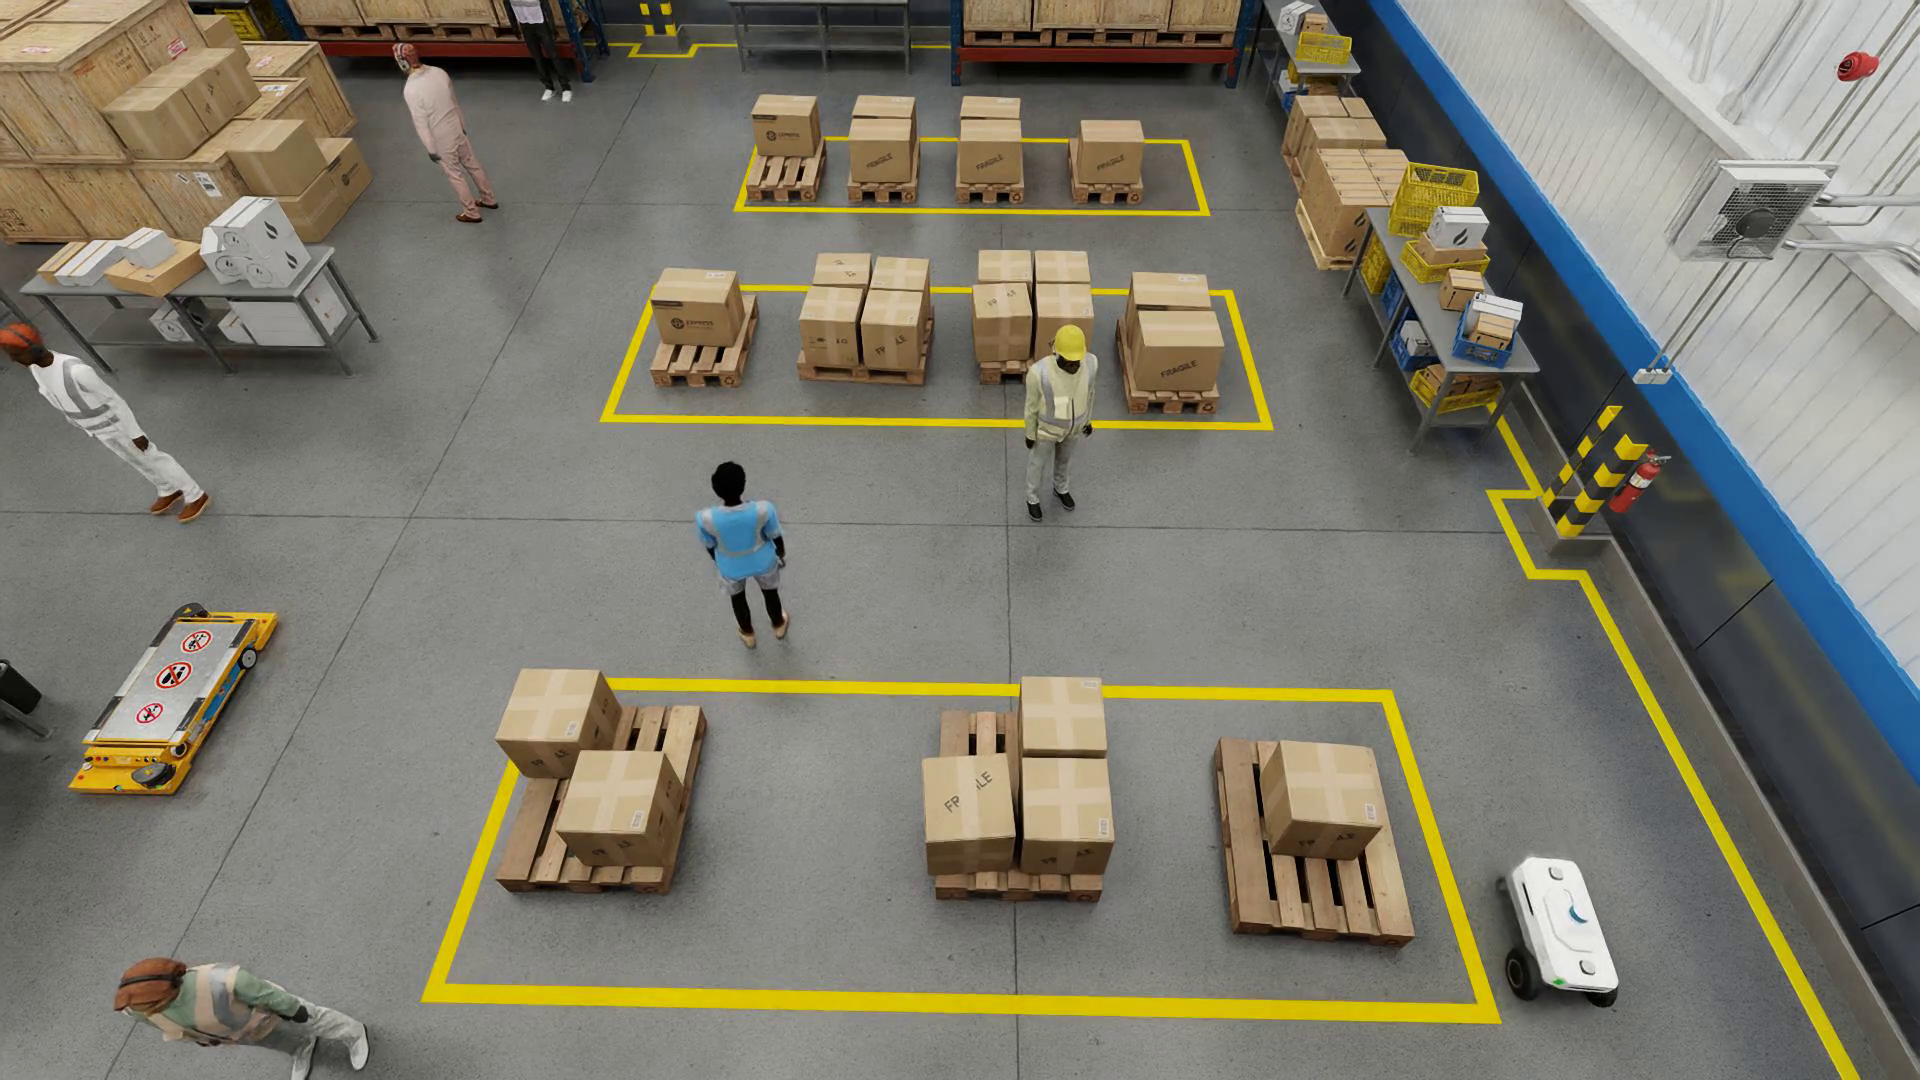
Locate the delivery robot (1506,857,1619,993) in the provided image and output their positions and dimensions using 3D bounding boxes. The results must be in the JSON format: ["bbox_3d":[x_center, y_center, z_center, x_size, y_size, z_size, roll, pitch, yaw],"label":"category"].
[{"bbox_3d":[3.444,2.200,5.243,0.477,0.478,0.707,4,50,3],"label":"delivery robot"}]

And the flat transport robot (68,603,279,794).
[{"bbox_3d":[-5.504,1.072,6.442,0.652,0.197,1.431,1,50,1],"label":"flat transport robot"}]

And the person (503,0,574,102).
[{"bbox_3d":[-5.599,-6.780,12.023,0.600,1.907,0.398,2,50,2],"label":"person"}]

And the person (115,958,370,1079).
[{"bbox_3d":[-3.485,2.341,4.484,0.518,1.632,0.317,-11,51,-9],"label":"person"}]

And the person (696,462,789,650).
[{"bbox_3d":[-1.455,0.143,6.308,0.545,1.686,0.332,-13,51,-10],"label":"person"}]

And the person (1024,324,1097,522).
[{"bbox_3d":[0.771,-0.892,7.087,0.586,1.835,0.403,-17,52,-14],"label":"person"}]

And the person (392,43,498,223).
[{"bbox_3d":[-5.668,-4.432,10.045,0.400,1.900,0.647,12,51,10],"label":"person"}]

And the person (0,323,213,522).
[{"bbox_3d":[-6.542,-0.881,7.045,0.585,1.882,0.337,13,51,11],"label":"person"}]
